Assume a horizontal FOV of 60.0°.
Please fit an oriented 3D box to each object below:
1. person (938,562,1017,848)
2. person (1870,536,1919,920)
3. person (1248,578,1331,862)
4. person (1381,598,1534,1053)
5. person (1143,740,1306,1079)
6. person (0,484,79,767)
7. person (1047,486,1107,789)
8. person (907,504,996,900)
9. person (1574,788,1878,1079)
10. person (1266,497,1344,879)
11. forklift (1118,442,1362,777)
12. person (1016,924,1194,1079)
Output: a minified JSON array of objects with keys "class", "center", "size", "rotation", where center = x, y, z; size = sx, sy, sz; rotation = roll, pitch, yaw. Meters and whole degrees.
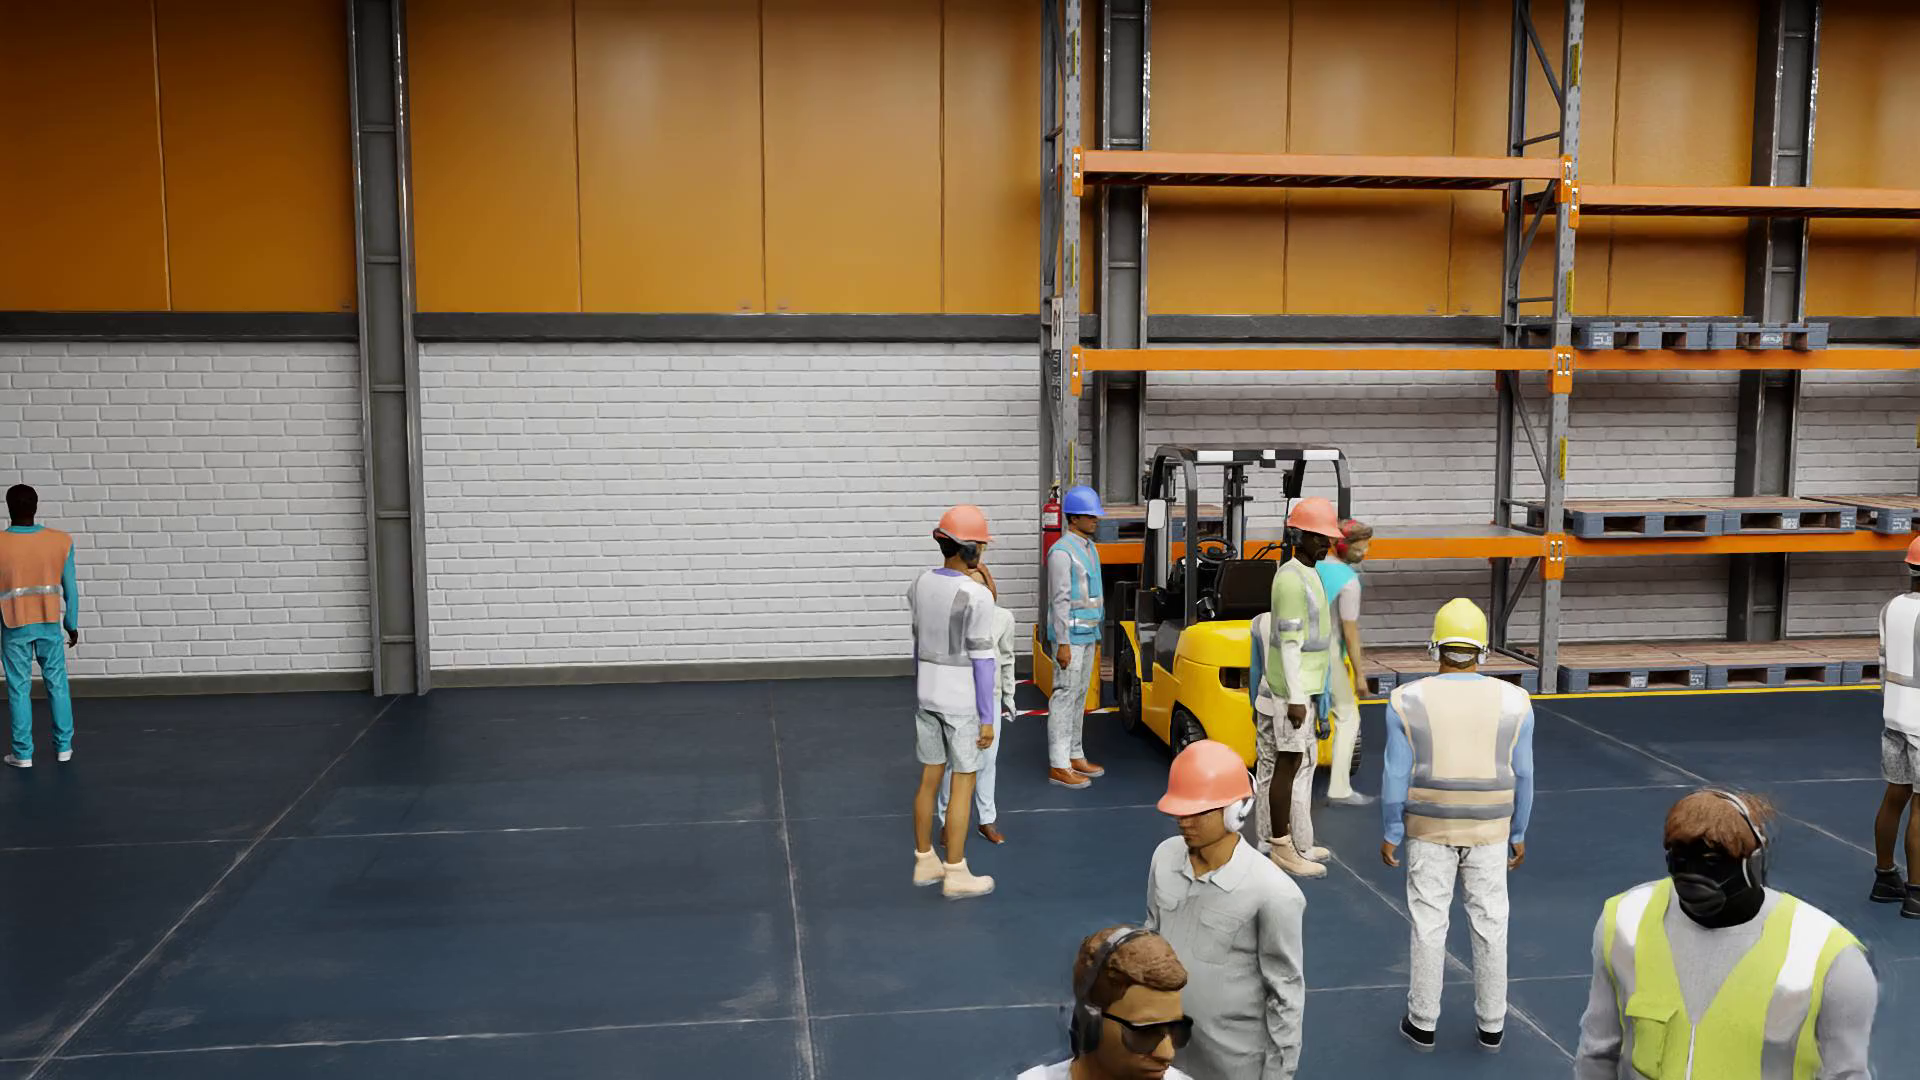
[{"class":"person","center":[0.077,0.928,9.461],"size":[0.506,1.632,0.268],"rotation":[-2,7,-16]},{"class":"person","center":[4.806,0.911,8.291],"size":[0.357,1.938,0.543],"rotation":[0,7,-2]},{"class":"person","center":[1.807,0.962,9.178],"size":[0.314,1.632,0.520],"rotation":[-6,9,-44]},{"class":"person","center":[1.989,1.146,6.686],"size":[0.588,1.835,0.404],"rotation":[1,7,8]},{"class":"person","center":[0.691,1.418,4.660],"size":[0.339,1.747,0.576],"rotation":[-5,8,-36]},{"class":"person","center":[-6.301,0.579,11.287],"size":[0.597,1.916,0.378],"rotation":[-6,9,-44]},{"class":"person","center":[0.761,0.618,10.814],"size":[0.402,1.945,0.614],"rotation":[3,7,22]},{"class":"person","center":[-0.013,0.829,8.625],"size":[0.410,2.035,0.601],"rotation":[-6,9,-41]},{"class":"person","center":[1.733,1.471,3.863],"size":[0.457,1.825,0.658],"rotation":[-6,9,-45]},{"class":"person","center":[1.861,0.782,8.990],"size":[0.395,2.039,0.606],"rotation":[2,7,20]},{"class":"forklift","center":[1.912,0.418,11.496],"size":[1.214,2.155,2.313],"rotation":[-1,7,-8]},{"class":"person","center":[0.218,1.570,3.147],"size":[0.518,1.806,0.946],"rotation":[-2,7,-17]}]
